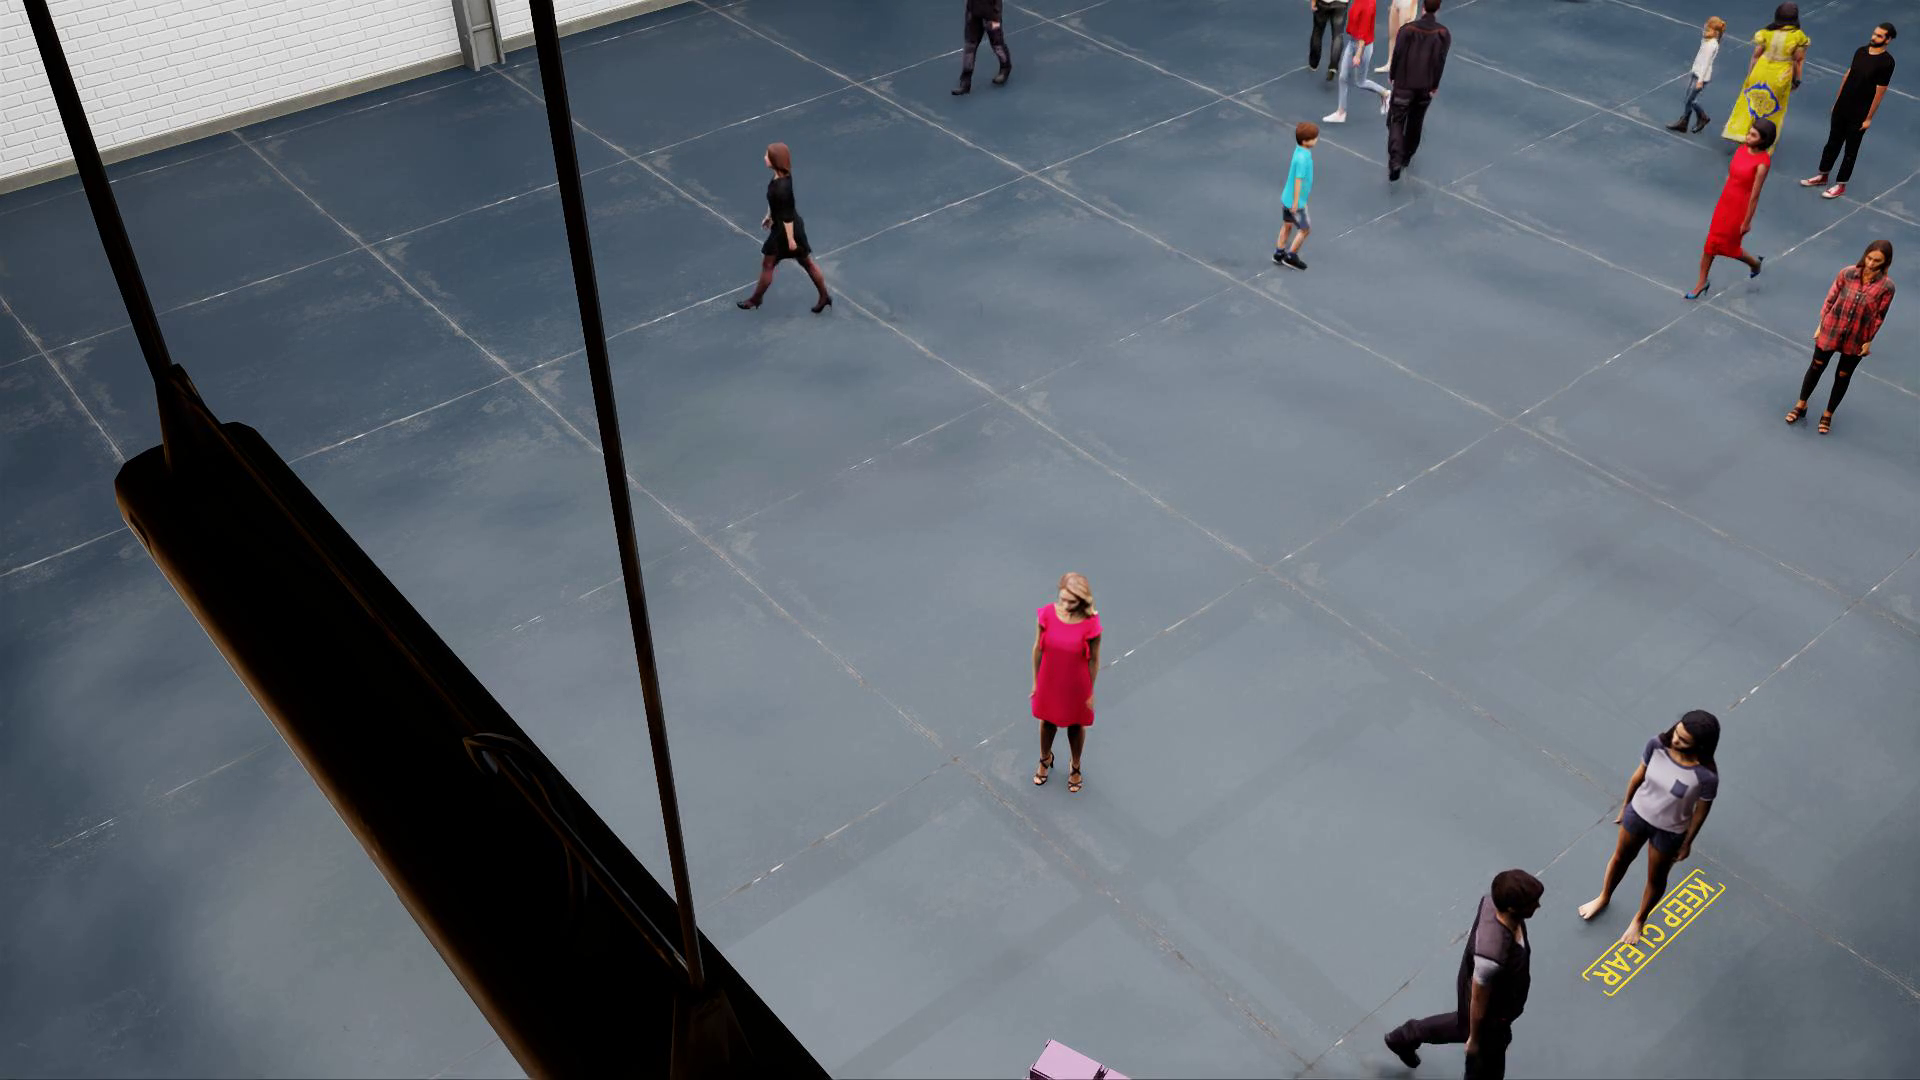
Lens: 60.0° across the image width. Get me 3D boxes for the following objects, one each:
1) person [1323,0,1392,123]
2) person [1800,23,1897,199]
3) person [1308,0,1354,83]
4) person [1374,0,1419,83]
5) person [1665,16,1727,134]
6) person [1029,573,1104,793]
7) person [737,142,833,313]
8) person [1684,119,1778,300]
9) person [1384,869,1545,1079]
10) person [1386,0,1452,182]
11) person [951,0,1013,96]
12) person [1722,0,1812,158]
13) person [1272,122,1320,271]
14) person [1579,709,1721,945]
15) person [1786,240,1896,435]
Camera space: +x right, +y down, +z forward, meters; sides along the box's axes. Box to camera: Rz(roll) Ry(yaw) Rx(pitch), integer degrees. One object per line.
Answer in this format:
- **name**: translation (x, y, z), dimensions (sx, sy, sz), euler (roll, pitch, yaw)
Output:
- **person**: translation (4.357, -5.268, 17.852), dimensions (1.084, 1.674, 0.914), euler (-6, 39, -8)
- **person**: translation (8.919, -4.294, 16.566), dimensions (0.684, 1.757, 0.697), euler (-15, 41, -18)
- **person**: translation (4.217, -6.044, 18.739), dimensions (1.080, 1.779, 1.130), euler (1, 39, 2)
- **person**: translation (5.042, -6.042, 18.846), dimensions (0.569, 1.643, 0.604), euler (-14, 41, -17)
- **person**: translation (7.935, -4.919, 17.710), dimensions (0.741, 1.307, 0.692), euler (12, 40, 14)
- **person**: translation (0.645, 0.856, 10.140), dimensions (0.662, 1.728, 0.693), euler (11, 40, 14)
- **person**: translation (-1.435, -2.701, 14.653), dimensions (1.139, 1.654, 1.039), euler (1, 39, 1)
- **person**: translation (7.008, -2.938, 14.894), dimensions (1.037, 1.725, 0.819), euler (-10, 40, -12)
- **person**: translation (2.548, 2.268, 8.290), dimensions (1.008, 1.831, 1.065), euler (15, 41, 18)
- **person**: translation (4.578, -4.545, 16.781), dimensions (1.169, 1.881, 1.225), euler (3, 39, 3)
- **person**: translation (0.342, -5.888, 18.530), dimensions (0.899, 1.797, 1.215), euler (27, 46, 29)
- **person**: translation (8.337, -4.708, 17.178), dimensions (0.820, 1.641, 0.838), euler (25, 45, 28)
- **person**: translation (3.059, -3.213, 15.467), dimensions (0.683, 1.440, 0.624), euler (3, 39, 4)
- **person**: translation (3.885, 1.568, 9.246), dimensions (0.502, 1.732, 0.577), euler (-28, 47, -31)
- **person**: translation (7.076, -1.642, 13.289), dimensions (0.647, 1.702, 0.606), euler (27, 46, 30)
